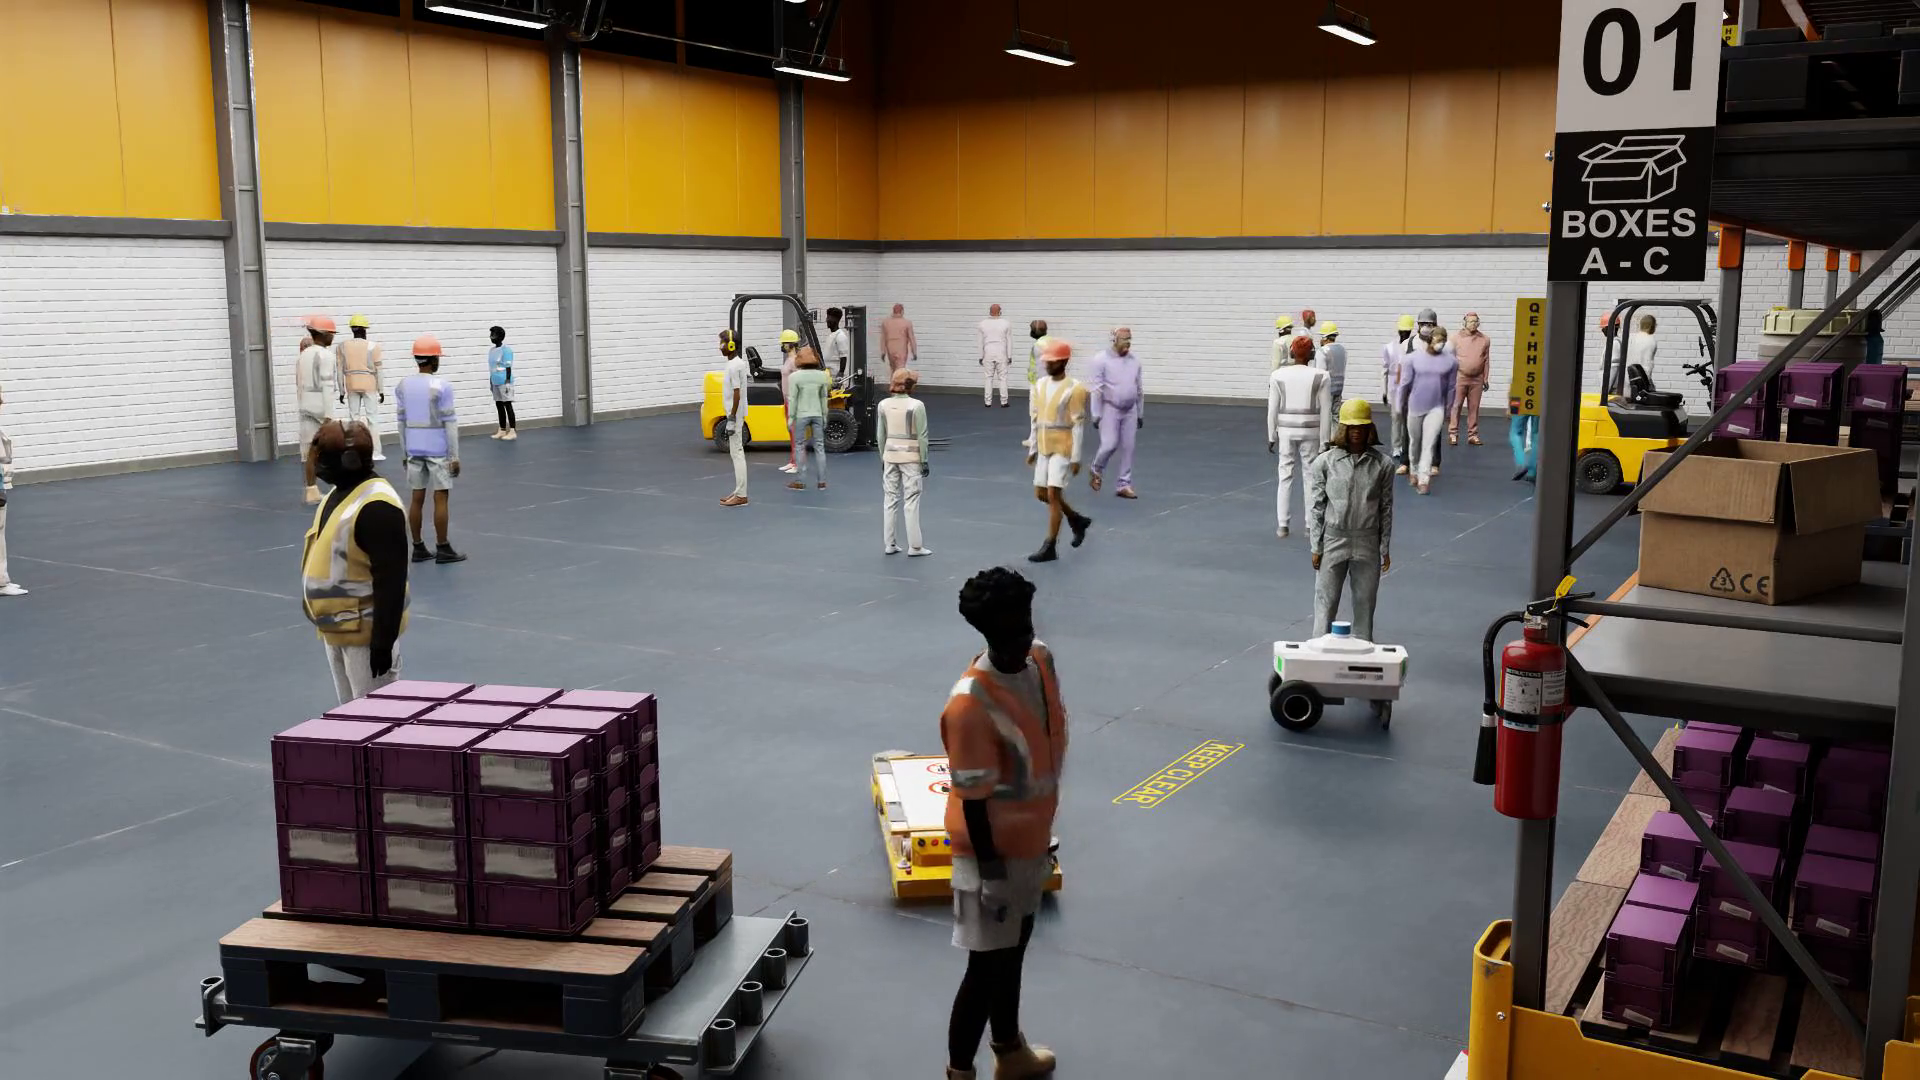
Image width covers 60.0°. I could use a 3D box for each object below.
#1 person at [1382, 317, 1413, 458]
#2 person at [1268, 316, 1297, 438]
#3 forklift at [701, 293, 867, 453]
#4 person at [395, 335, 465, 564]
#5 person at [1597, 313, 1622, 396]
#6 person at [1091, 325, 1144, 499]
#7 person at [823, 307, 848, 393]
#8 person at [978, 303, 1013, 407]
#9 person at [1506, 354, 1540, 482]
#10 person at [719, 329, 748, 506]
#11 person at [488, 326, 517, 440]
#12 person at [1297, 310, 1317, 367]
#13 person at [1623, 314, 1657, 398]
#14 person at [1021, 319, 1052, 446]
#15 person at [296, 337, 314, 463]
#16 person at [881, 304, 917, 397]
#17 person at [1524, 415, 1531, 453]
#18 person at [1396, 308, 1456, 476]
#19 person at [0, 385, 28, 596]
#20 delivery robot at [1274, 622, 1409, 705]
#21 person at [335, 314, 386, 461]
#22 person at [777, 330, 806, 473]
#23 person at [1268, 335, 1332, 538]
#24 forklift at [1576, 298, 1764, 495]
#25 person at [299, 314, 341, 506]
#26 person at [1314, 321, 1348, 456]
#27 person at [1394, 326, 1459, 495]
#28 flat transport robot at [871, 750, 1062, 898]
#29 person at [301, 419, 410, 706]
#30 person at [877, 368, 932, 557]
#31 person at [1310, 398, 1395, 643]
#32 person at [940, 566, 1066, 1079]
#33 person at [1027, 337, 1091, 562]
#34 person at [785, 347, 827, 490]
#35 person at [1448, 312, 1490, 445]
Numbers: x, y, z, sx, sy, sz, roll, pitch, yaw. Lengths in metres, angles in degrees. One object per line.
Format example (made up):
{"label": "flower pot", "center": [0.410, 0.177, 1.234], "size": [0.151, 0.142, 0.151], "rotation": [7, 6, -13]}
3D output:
{"label": "person", "center": [5.969, -2.043, 22.304], "size": [0.614, 1.905, 0.759], "rotation": [2, 9, 11]}
{"label": "person", "center": [4.854, -2.440, 24.908], "size": [0.588, 1.829, 0.404], "rotation": [-7, 11, -37]}
{"label": "forklift", "center": [-2.458, -2.344, 23.176], "size": [2.313, 2.155, 1.214], "rotation": [0, 9, -2]}
{"label": "person", "center": [-4.484, -0.760, 14.091], "size": [0.573, 1.934, 0.372], "rotation": [3, 9, 16]}
{"label": "person", "center": [8.774, -2.102, 22.495], "size": [0.375, 1.927, 0.543], "rotation": [4, 10, 23]}
{"label": "person", "center": [1.726, -1.405, 18.229], "size": [0.669, 1.892, 0.546], "rotation": [-5, 10, -28]}
{"label": "person", "center": [-1.849, -2.457, 24.588], "size": [0.361, 1.965, 0.613], "rotation": [-4, 10, -23]}
{"label": "person", "center": [0.657, -3.384, 30.555], "size": [0.636, 1.911, 0.404], "rotation": [2, 9, 10]}
{"label": "person", "center": [6.700, -1.578, 19.496], "size": [0.589, 1.831, 0.438], "rotation": [0, 9, 3]}
{"label": "person", "center": [-2.410, -1.292, 17.624], "size": [0.328, 1.871, 0.510], "rotation": [-1, 9, -5]}
{"label": "person", "center": [-6.780, -2.316, 24.578], "size": [0.535, 1.690, 0.320], "rotation": [8, 12, 42]}
{"label": "person", "center": [5.753, -2.909, 27.739], "size": [0.782, 1.860, 0.595], "rotation": [3, 10, 20]}
{"label": "person", "center": [9.542, -2.247, 23.542], "size": [1.001, 1.898, 0.644], "rotation": [-2, 9, -12]}
{"label": "person", "center": [1.238, -2.222, 23.574], "size": [0.672, 1.821, 0.631], "rotation": [4, 10, 25]}
{"label": "person", "center": [-8.383, -1.791, 21.461], "size": [0.515, 1.636, 0.315], "rotation": [8, 12, 41]}
{"label": "person", "center": [-1.169, -3.676, 32.542], "size": [0.675, 1.851, 0.999], "rotation": [4, 10, 22]}
{"label": "person", "center": [8.014, -2.097, 22.731], "size": [0.619, 1.845, 0.430], "rotation": [4, 10, 22]}
{"label": "person", "center": [5.636, -1.795, 20.227], "size": [0.682, 2.000, 0.537], "rotation": [5, 10, 26]}
{"label": "person", "center": [-7.381, -0.387, 12.691], "size": [0.307, 1.638, 0.512], "rotation": [-7, 11, -37]}
{"label": "delivery robot", "center": [2.071, 0.689, 9.053], "size": [0.707, 0.478, 0.477], "rotation": [1, 9, 9]}
{"label": "person", "center": [-7.817, -1.974, 21.715], "size": [0.587, 1.922, 0.383], "rotation": [-1, 9, -7]}
{"label": "person", "center": [-2.087, -1.706, 20.523], "size": [0.315, 1.767, 0.535], "rotation": [-3, 10, -18]}
{"label": "person", "center": [3.163, -0.961, 15.507], "size": [0.585, 1.882, 0.337], "rotation": [3, 10, 18]}
{"label": "forklift", "center": [7.954, -1.589, 18.462], "size": [2.313, 2.155, 1.214], "rotation": [5, 11, 30]}
{"label": "person", "center": [-6.691, -1.383, 17.699], "size": [0.629, 2.018, 0.766], "rotation": [8, 12, 42]}
{"label": "person", "center": [4.848, -1.967, 21.943], "size": [0.591, 1.834, 0.404], "rotation": [-8, 12, -42]}
{"label": "person", "center": [5.267, -1.486, 18.828], "size": [0.682, 1.879, 1.048], "rotation": [1, 9, 9]}
{"label": "flat transport robot", "center": [-0.010, 1.181, 7.158], "size": [0.652, 0.197, 1.431], "rotation": [-1, 9, -7]}
{"label": "person", "center": [-2.600, 0.396, 7.177], "size": [0.429, 1.840, 0.637], "rotation": [-7, 11, -37]}
{"label": "person", "center": [-0.491, -0.670, 14.455], "size": [0.514, 1.639, 0.310], "rotation": [6, 11, 33]}
{"label": "person", "center": [2.276, 0.044, 9.676], "size": [0.487, 1.744, 0.296], "rotation": [0, 9, 0]}
{"label": "person", "center": [0.142, 0.868, 4.803], "size": [0.315, 1.663, 0.623], "rotation": [4, 10, 26]}
{"label": "person", "center": [0.869, -0.785, 14.300], "size": [0.738, 1.920, 0.561], "rotation": [-7, 12, -39]}
{"label": "person", "center": [-1.749, -1.375, 18.908], "size": [0.539, 1.622, 0.407], "rotation": [-6, 11, -34]}
{"label": "person", "center": [7.278, -2.305, 23.812], "size": [0.643, 1.913, 0.411], "rotation": [-1, 9, -5]}
